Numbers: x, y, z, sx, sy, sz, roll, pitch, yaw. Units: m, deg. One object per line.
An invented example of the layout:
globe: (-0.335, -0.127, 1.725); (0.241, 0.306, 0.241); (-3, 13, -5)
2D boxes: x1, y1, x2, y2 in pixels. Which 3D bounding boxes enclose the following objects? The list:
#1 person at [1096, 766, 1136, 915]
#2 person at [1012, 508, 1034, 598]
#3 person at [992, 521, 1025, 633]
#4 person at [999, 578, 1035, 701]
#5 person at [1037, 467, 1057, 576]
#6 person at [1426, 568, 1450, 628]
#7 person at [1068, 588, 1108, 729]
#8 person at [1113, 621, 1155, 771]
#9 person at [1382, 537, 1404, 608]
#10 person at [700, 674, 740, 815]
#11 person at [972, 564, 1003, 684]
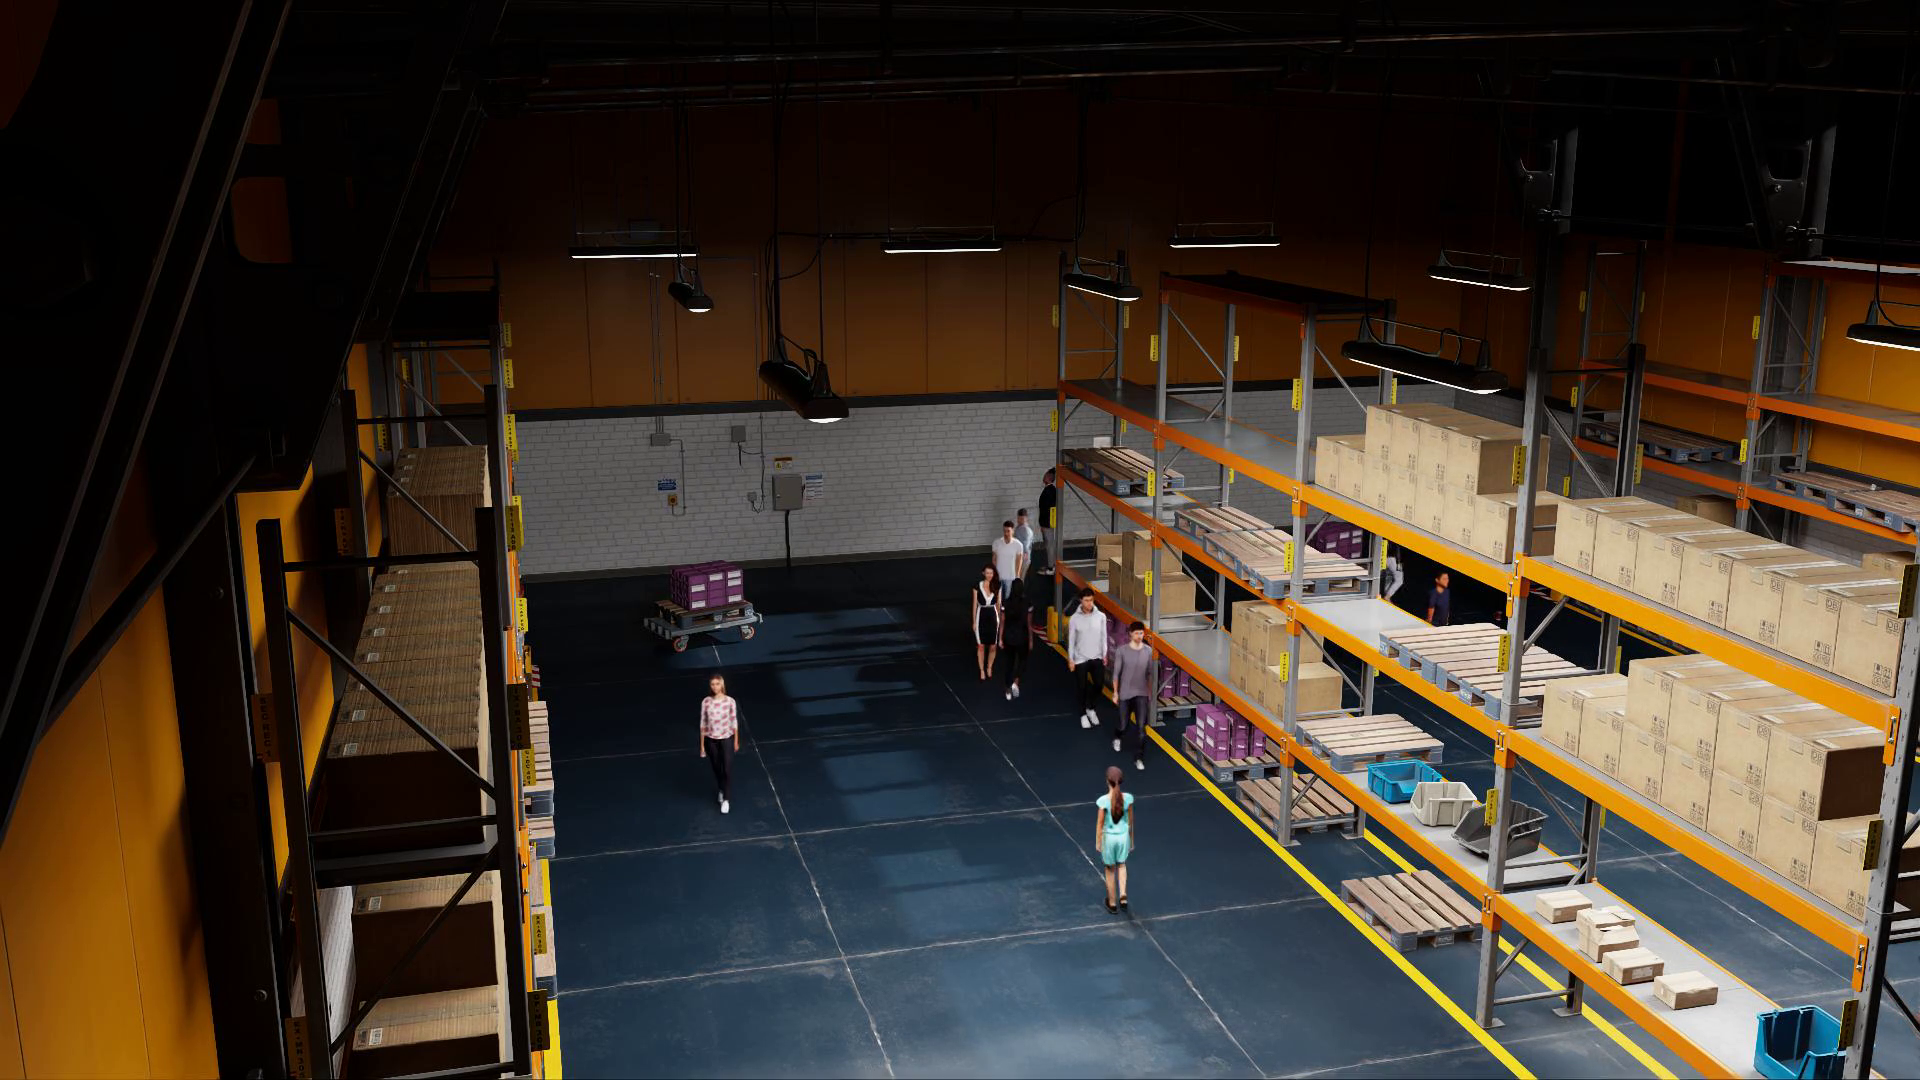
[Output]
person: (1.573, 3.022, 16.632); (0.558, 1.555, 0.632); (-3, 14, -12)
person: (1.053, 0.380, 26.956); (0.804, 1.831, 0.676); (-5, 15, -20)
person: (0.742, 0.574, 26.148); (0.842, 1.836, 0.879); (5, 15, 20)
person: (0.785, 1.399, 22.966); (0.793, 1.729, 0.859); (1, 14, 6)
person: (1.594, -0.327, 29.763); (0.855, 1.884, 0.721); (3, 14, 13)
person: (6.688, 1.237, 23.530); (1.031, 1.779, 0.915); (12, 18, 41)
person: (1.667, 1.531, 22.021); (0.728, 1.917, 0.659); (-2, 14, -10)
person: (2.131, 1.893, 20.702); (0.749, 1.834, 0.994); (-2, 14, -9)
person: (7.055, 0.397, 27.387); (0.747, 1.597, 0.678); (-7, 15, -25)
person: (-2.797, 2.322, 19.428); (0.730, 1.600, 0.994); (0, 14, 0)
person: (0.371, 1.190, 23.726); (0.612, 1.778, 0.634); (-3, 14, -11)
